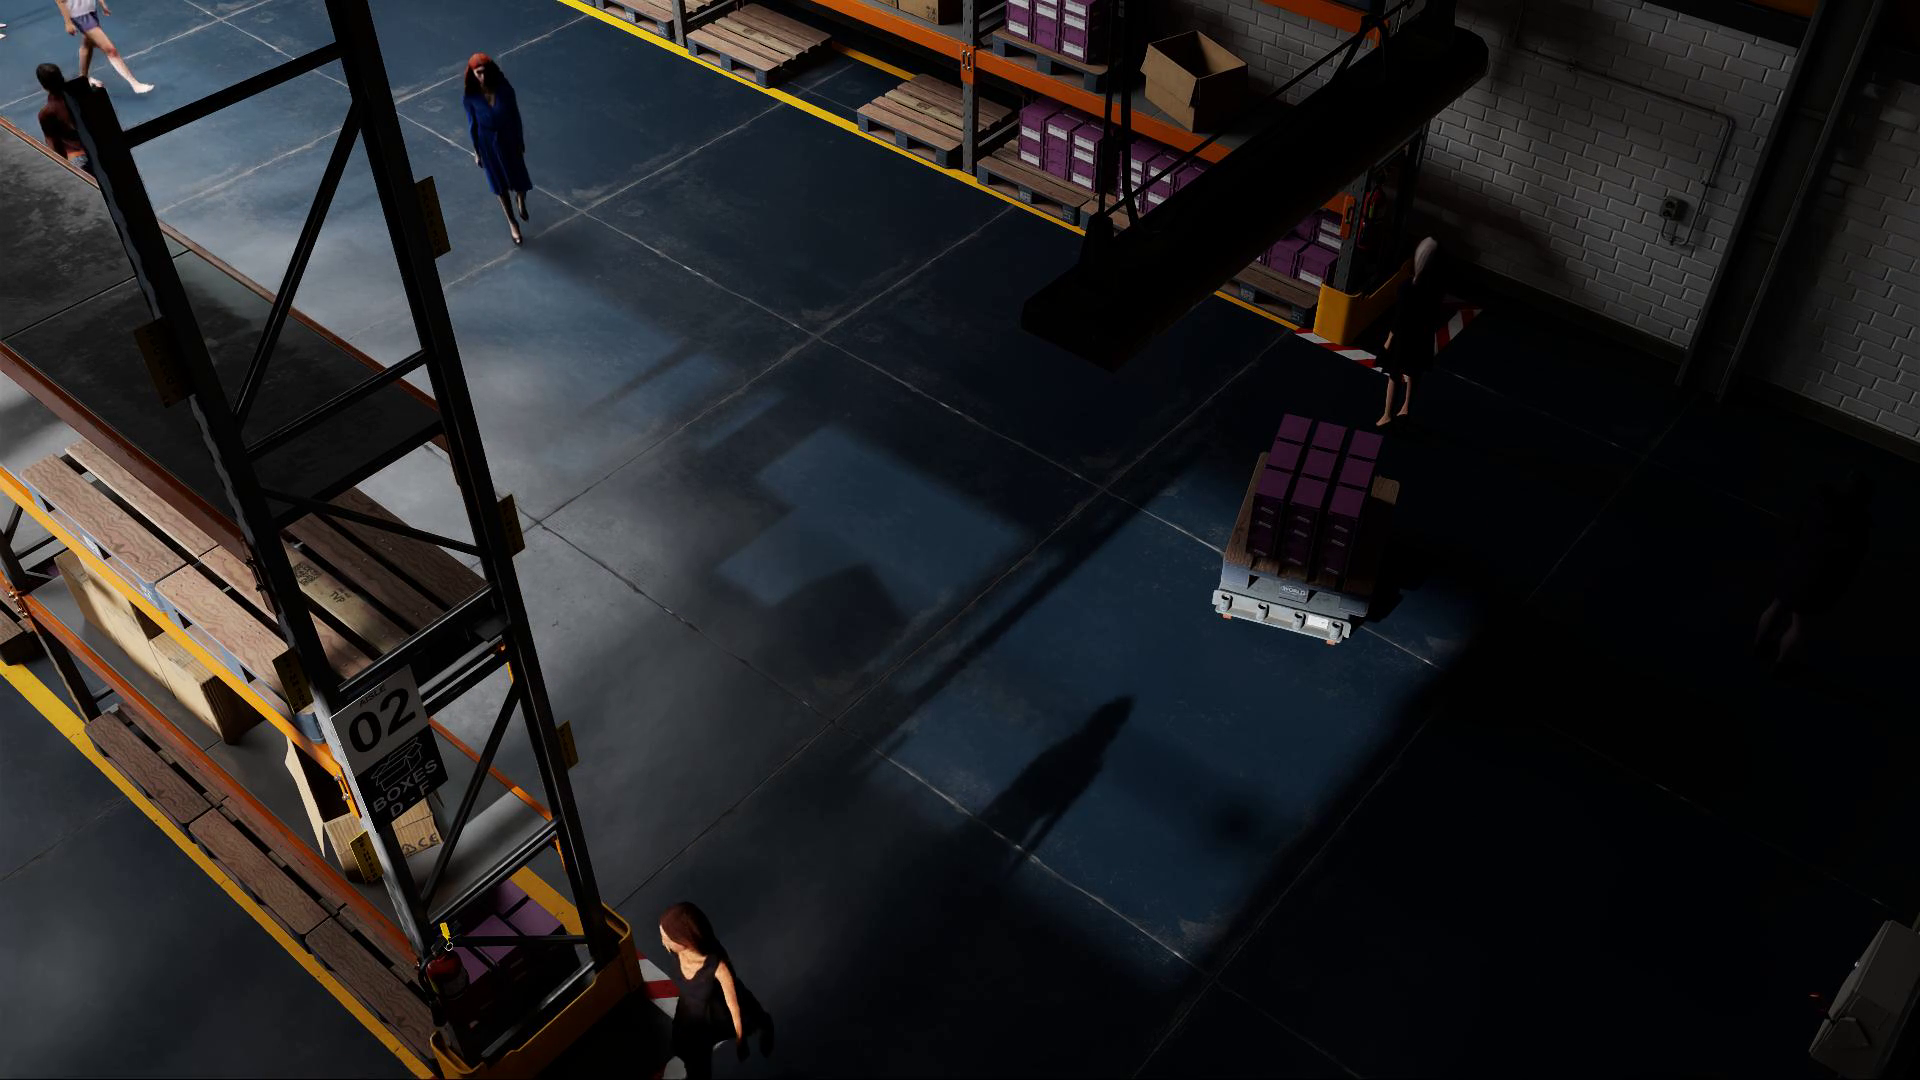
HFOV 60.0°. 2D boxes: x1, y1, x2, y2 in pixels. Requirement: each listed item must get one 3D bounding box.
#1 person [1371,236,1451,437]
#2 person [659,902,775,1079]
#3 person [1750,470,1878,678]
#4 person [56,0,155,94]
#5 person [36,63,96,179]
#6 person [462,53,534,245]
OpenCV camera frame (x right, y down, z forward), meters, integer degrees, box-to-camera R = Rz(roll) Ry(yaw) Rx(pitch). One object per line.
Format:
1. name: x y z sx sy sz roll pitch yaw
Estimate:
1. person: 3.410 -1.541 12.584 0.697 1.746 0.708 -16 46 -17
2. person: -1.200 2.360 8.472 1.169 1.771 0.928 14 45 14
3. person: 5.530 0.218 10.792 0.839 1.673 0.739 -16 46 -16
4. person: -8.756 -5.221 16.516 1.187 1.653 0.950 8 44 8
5. person: -7.518 -3.260 14.375 0.942 1.765 0.674 27 50 25
6. person: -4.032 -3.452 14.537 0.790 1.821 0.862 -12 45 -12
